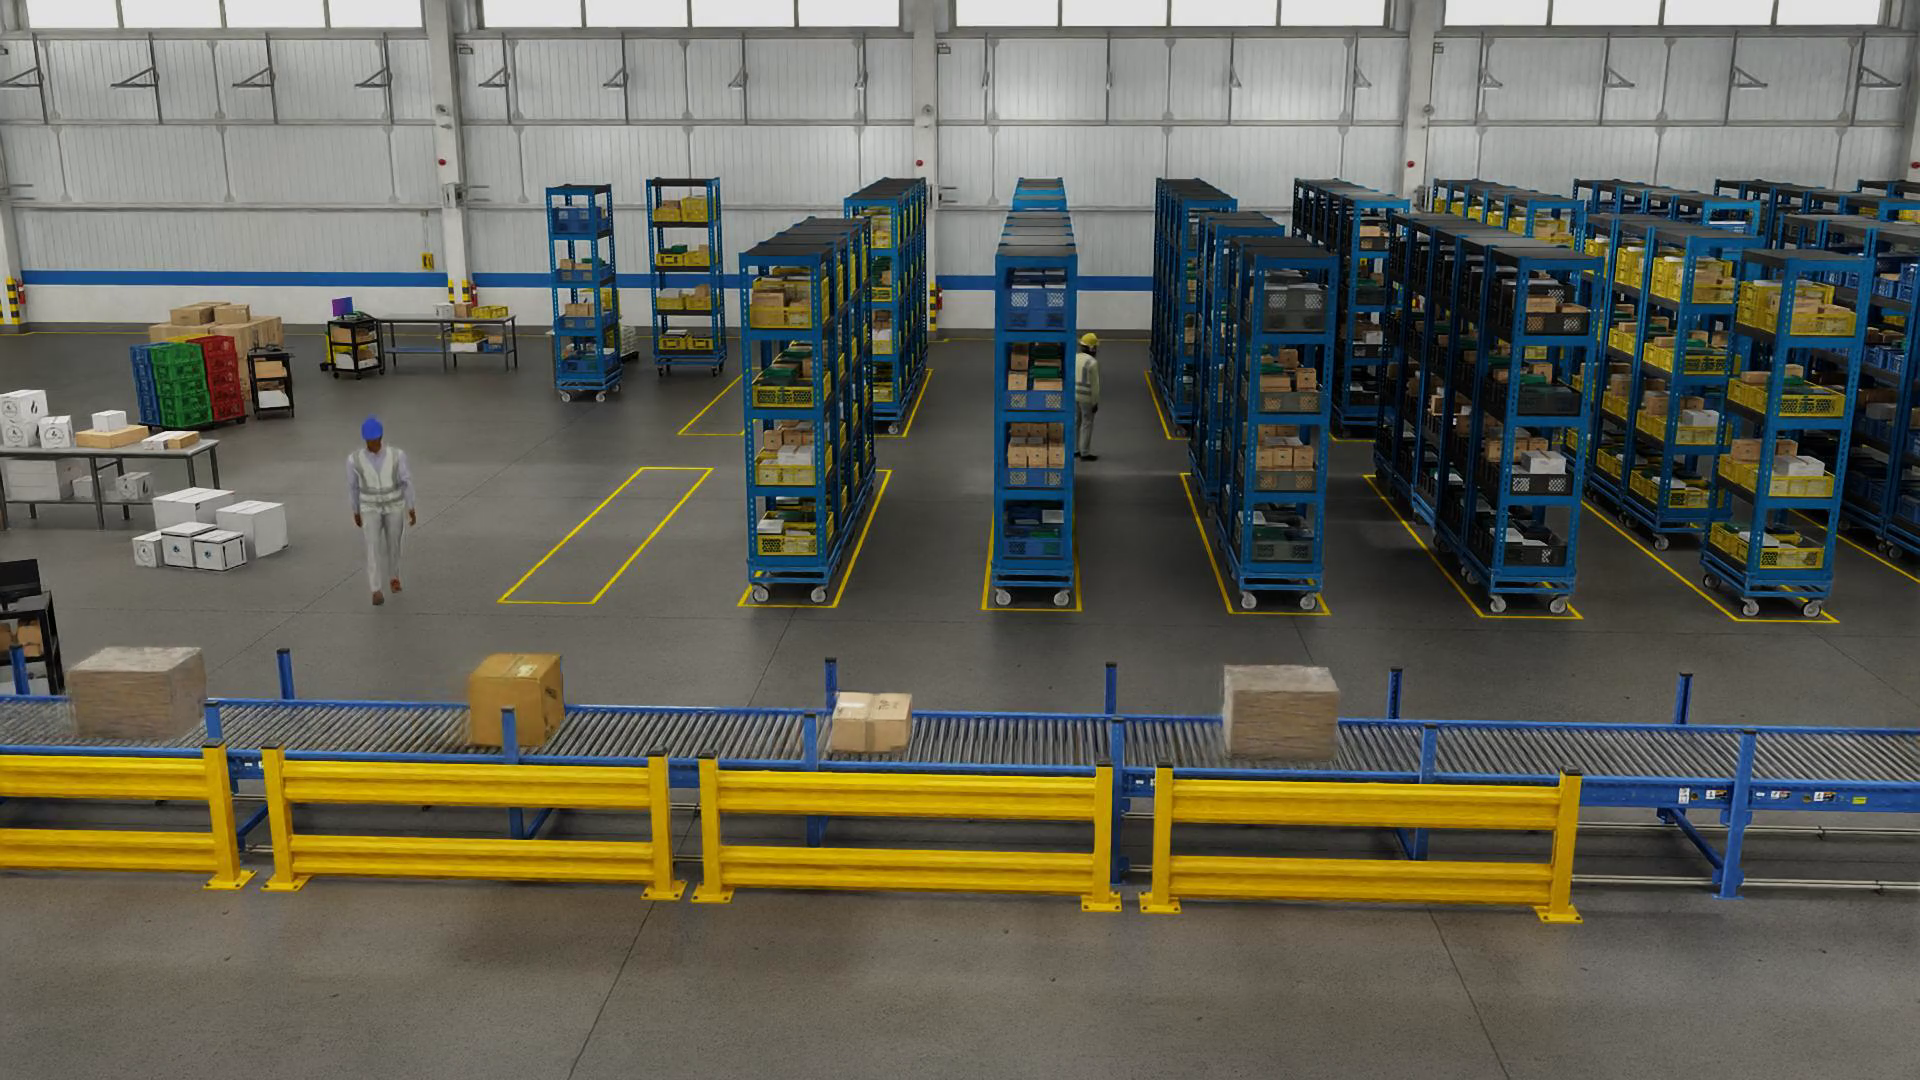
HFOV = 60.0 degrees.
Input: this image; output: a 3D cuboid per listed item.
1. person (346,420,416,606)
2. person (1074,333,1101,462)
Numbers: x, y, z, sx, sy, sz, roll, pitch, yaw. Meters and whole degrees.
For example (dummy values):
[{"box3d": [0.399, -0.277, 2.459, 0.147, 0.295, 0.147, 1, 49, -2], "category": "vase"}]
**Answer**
[{"box3d": [-5.913, -0.298, 17.054, 0.625, 1.892, 1.000, -6, 16, -21], "category": "person"}, {"box3d": [1.795, -2.025, 23.614, 0.408, 1.824, 0.586, -9, 18, -31], "category": "person"}]
